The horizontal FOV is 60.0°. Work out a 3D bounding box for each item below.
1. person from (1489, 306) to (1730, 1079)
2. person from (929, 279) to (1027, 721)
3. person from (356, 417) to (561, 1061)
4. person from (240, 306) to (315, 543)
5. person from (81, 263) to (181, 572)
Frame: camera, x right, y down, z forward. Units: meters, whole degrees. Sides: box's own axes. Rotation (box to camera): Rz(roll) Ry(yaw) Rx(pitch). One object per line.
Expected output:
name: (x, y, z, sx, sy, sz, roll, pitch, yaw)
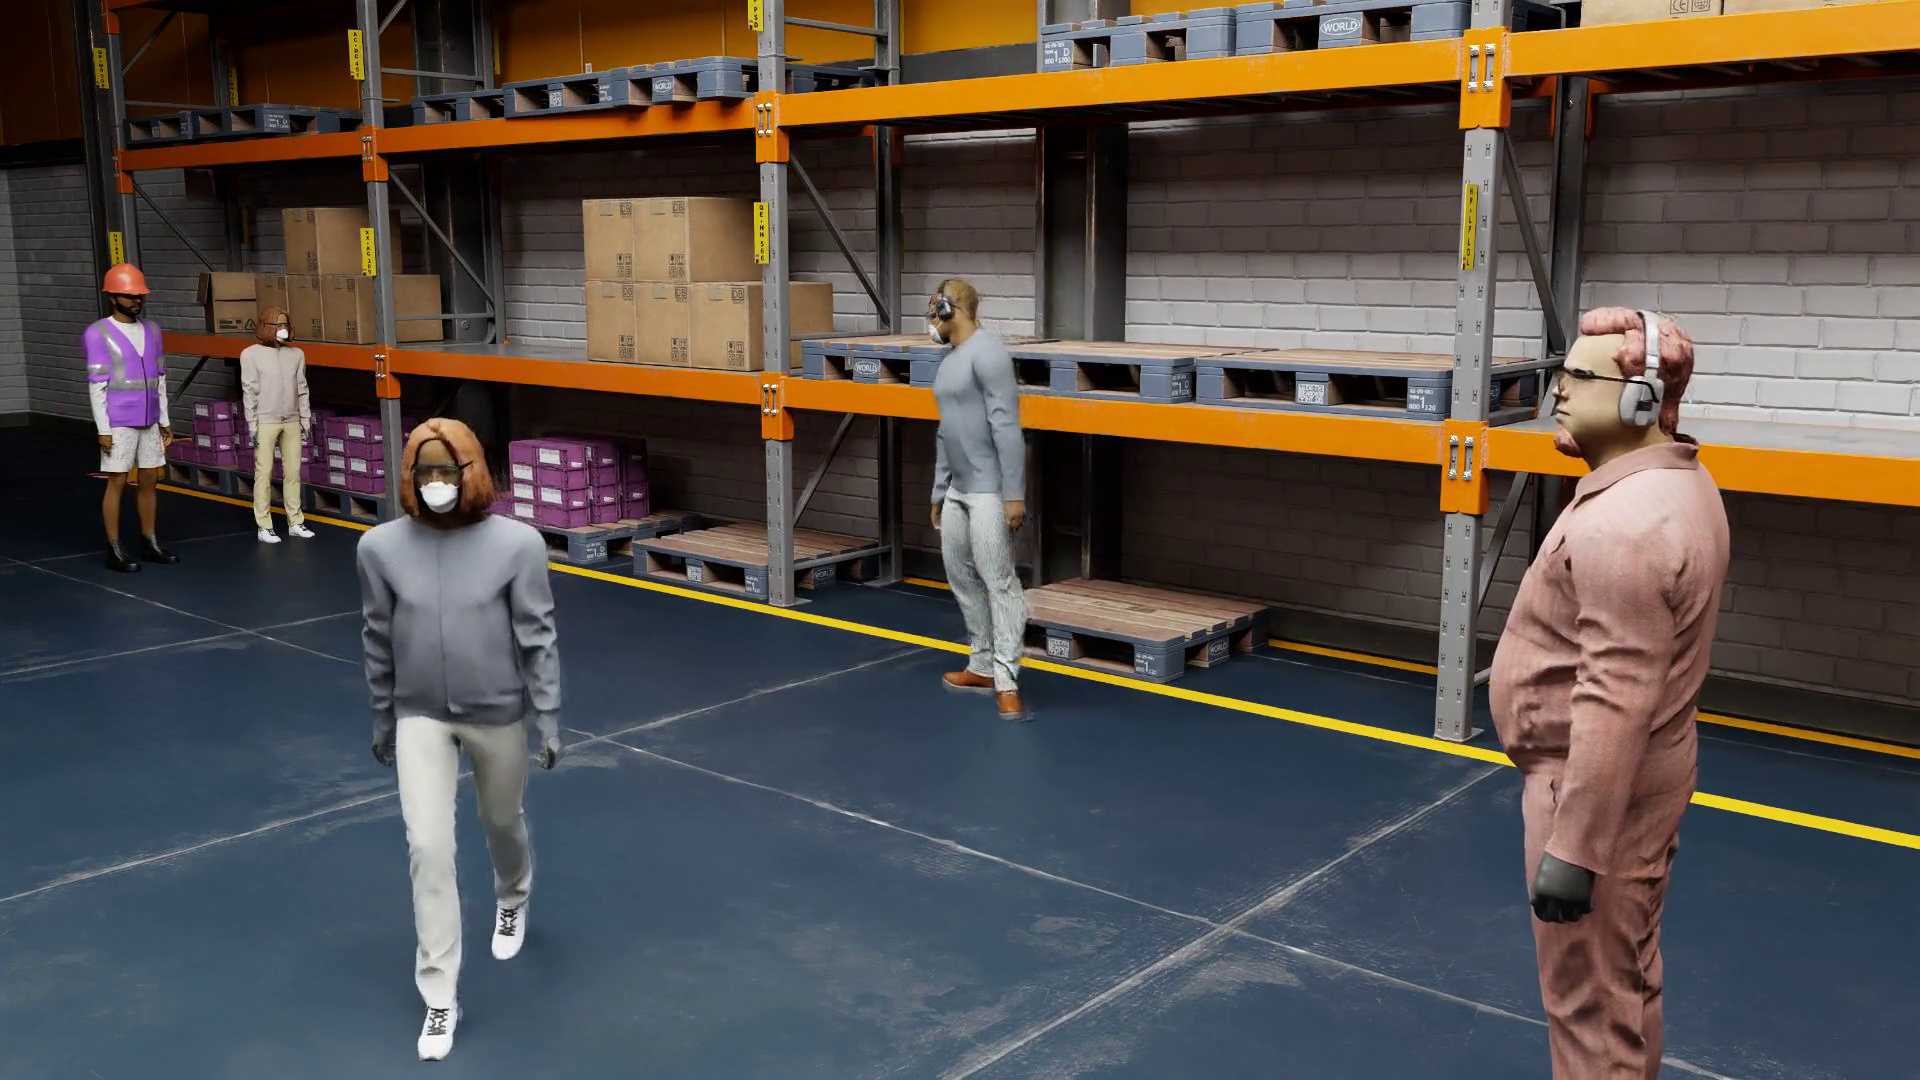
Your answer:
person: (1.246, 0.504, 3.280, 0.409, 1.911, 0.651, 6, 12, 30)
person: (0.101, -0.183, 7.285, 0.371, 1.898, 0.764, -4, 11, -22)
person: (-1.319, 0.456, 4.453, 0.510, 1.597, 0.832, -1, 10, -8)
person: (-4.718, -0.798, 11.507, 0.277, 1.629, 0.497, 7, 12, 34)
person: (-5.185, -0.761, 10.451, 0.406, 1.930, 0.547, 4, 11, 22)
